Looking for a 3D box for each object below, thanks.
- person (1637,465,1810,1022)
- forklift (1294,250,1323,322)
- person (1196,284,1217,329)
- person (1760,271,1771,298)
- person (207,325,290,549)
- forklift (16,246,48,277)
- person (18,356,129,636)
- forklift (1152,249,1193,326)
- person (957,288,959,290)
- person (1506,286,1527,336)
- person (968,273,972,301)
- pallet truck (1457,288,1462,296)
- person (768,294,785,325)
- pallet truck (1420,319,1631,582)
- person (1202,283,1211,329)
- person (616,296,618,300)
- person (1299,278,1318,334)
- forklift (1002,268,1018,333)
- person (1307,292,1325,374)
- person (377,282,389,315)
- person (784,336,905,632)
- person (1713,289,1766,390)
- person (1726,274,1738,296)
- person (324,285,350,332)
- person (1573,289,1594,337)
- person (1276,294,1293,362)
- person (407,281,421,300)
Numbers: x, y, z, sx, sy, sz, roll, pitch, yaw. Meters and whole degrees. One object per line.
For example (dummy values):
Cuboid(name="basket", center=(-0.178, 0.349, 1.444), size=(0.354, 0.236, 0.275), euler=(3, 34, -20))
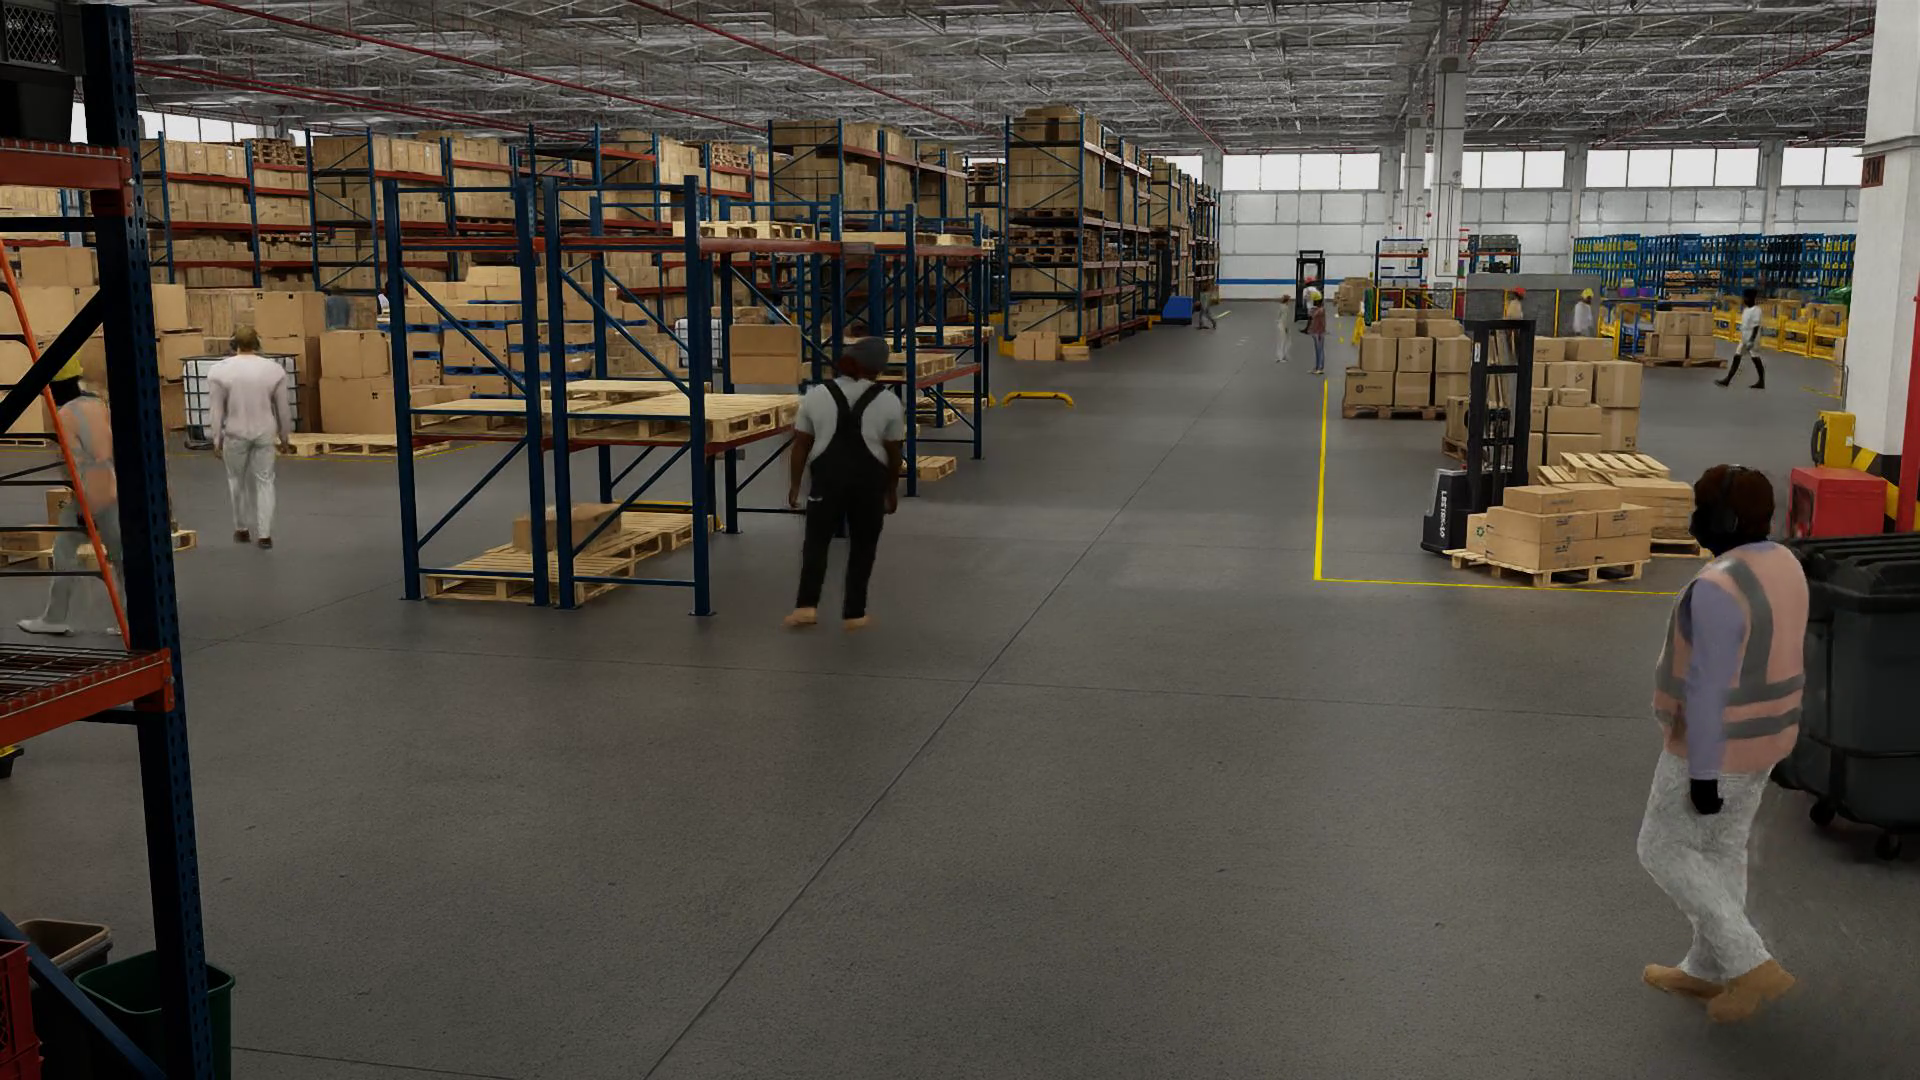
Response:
Cuboid(name="person", center=(2.484, 0.665, 5.389), size=(0.631, 1.824, 0.466), euler=(-8, 13, -40))
Cuboid(name="forklift", center=(13.778, -10.002, 65.433), size=(1.129, 2.768, 1.873), euler=(2, 10, 12))
Cuboid(name="person", center=(8.697, -8.226, 58.724), size=(0.704, 1.606, 0.506), euler=(-1, 10, -9))
Cuboid(name="person", center=(38.906, -12.011, 80.057), size=(0.962, 1.950, 0.647), euler=(-1, 10, -5))
Cuboid(name="person", center=(-6.145, -0.900, 14.394), size=(0.651, 1.908, 0.815), euler=(-5, 11, -29))
Cuboid(name="forklift", center=(-24.774, -6.488, 44.623), size=(1.873, 2.768, 1.129), euler=(0, 10, 3))
Cuboid(name="person", center=(-5.772, -0.285, 10.832), size=(0.918, 1.874, 0.629), euler=(1, 10, 6))
Cuboid(name="forklift", center=(7.646, -9.320, 61.395), size=(1.873, 2.768, 1.129), euler=(2, 10, 11))
Cuboid(name="person", center=(-0.276, -8.992, 62.944), size=(0.551, 1.687, 0.383), euler=(-3, 10, -17))
Cuboid(name="person", center=(12.760, -4.876, 38.072), size=(1.037, 1.871, 0.550), euler=(5, 11, 26))
Cuboid(name="person", center=(0.601, -12.092, 80.954), size=(0.660, 1.812, 0.853), euler=(3, 10, 15))
Cuboid(name="pallet truck", center=(20.506, -9.785, 68.819), size=(0.653, 1.274, 1.630), euler=(2, 10, 12))
Cuboid(name="person", center=(-4.200, -4.910, 38.853), size=(0.698, 1.671, 0.544), euler=(7, 12, 34))
Cuboid(name="pallet truck", center=(4.543, -0.757, 13.299), size=(0.823, 1.965, 1.885), euler=(-4, 10, -22))
Cuboid(name="person", center=(8.791, -8.328, 59.207), size=(0.264, 1.632, 0.507), euler=(0, 10, 2))
Cuboid(name="person", center=(-8.516, -5.255, 41.030), size=(0.524, 1.630, 0.313), euler=(1, 10, 5))
Cuboid(name="person", center=(11.499, -7.636, 54.408), size=(0.590, 1.878, 1.020), euler=(-6, 11, -30))
Cuboid(name="forklift", center=(2.095, -8.310, 55.418), size=(1.129, 2.768, 1.873), euler=(2, 10, 12))
Cuboid(name="person", center=(7.737, -4.473, 36.012), size=(0.326, 1.761, 0.523), euler=(-1, 10, -5))
Cuboid(name="person", center=(-14.449, -5.585, 42.155), size=(0.587, 1.911, 0.397), euler=(-5, 11, -26))
Cuboid(name="person", center=(-0.749, -0.403, 11.077), size=(0.803, 2.000, 0.561), euler=(0, 10, 3))
Cuboid(name="person", center=(14.899, -3.797, 31.543), size=(0.987, 1.909, 0.627), euler=(-1, 10, -3))
Cuboid(name="person", center=(38.096, -12.259, 82.045), size=(0.578, 1.790, 1.005), euler=(2, 10, 11))
Cuboid(name="person", center=(-14.340, -4.901, 38.182), size=(0.657, 1.889, 0.843), euler=(-8, 12, -39))
Cuboid(name="person", center=(14.187, -4.844, 38.070), size=(0.624, 1.806, 0.593), euler=(8, 12, 39))
Cuboid(name="person", center=(7.898, -5.107, 40.140), size=(0.524, 1.618, 0.546), euler=(3, 10, 16))
Cuboid(name="person", center=(-12.993, -5.264, 40.101), size=(0.607, 1.968, 0.837), euler=(-8, 13, -40))
